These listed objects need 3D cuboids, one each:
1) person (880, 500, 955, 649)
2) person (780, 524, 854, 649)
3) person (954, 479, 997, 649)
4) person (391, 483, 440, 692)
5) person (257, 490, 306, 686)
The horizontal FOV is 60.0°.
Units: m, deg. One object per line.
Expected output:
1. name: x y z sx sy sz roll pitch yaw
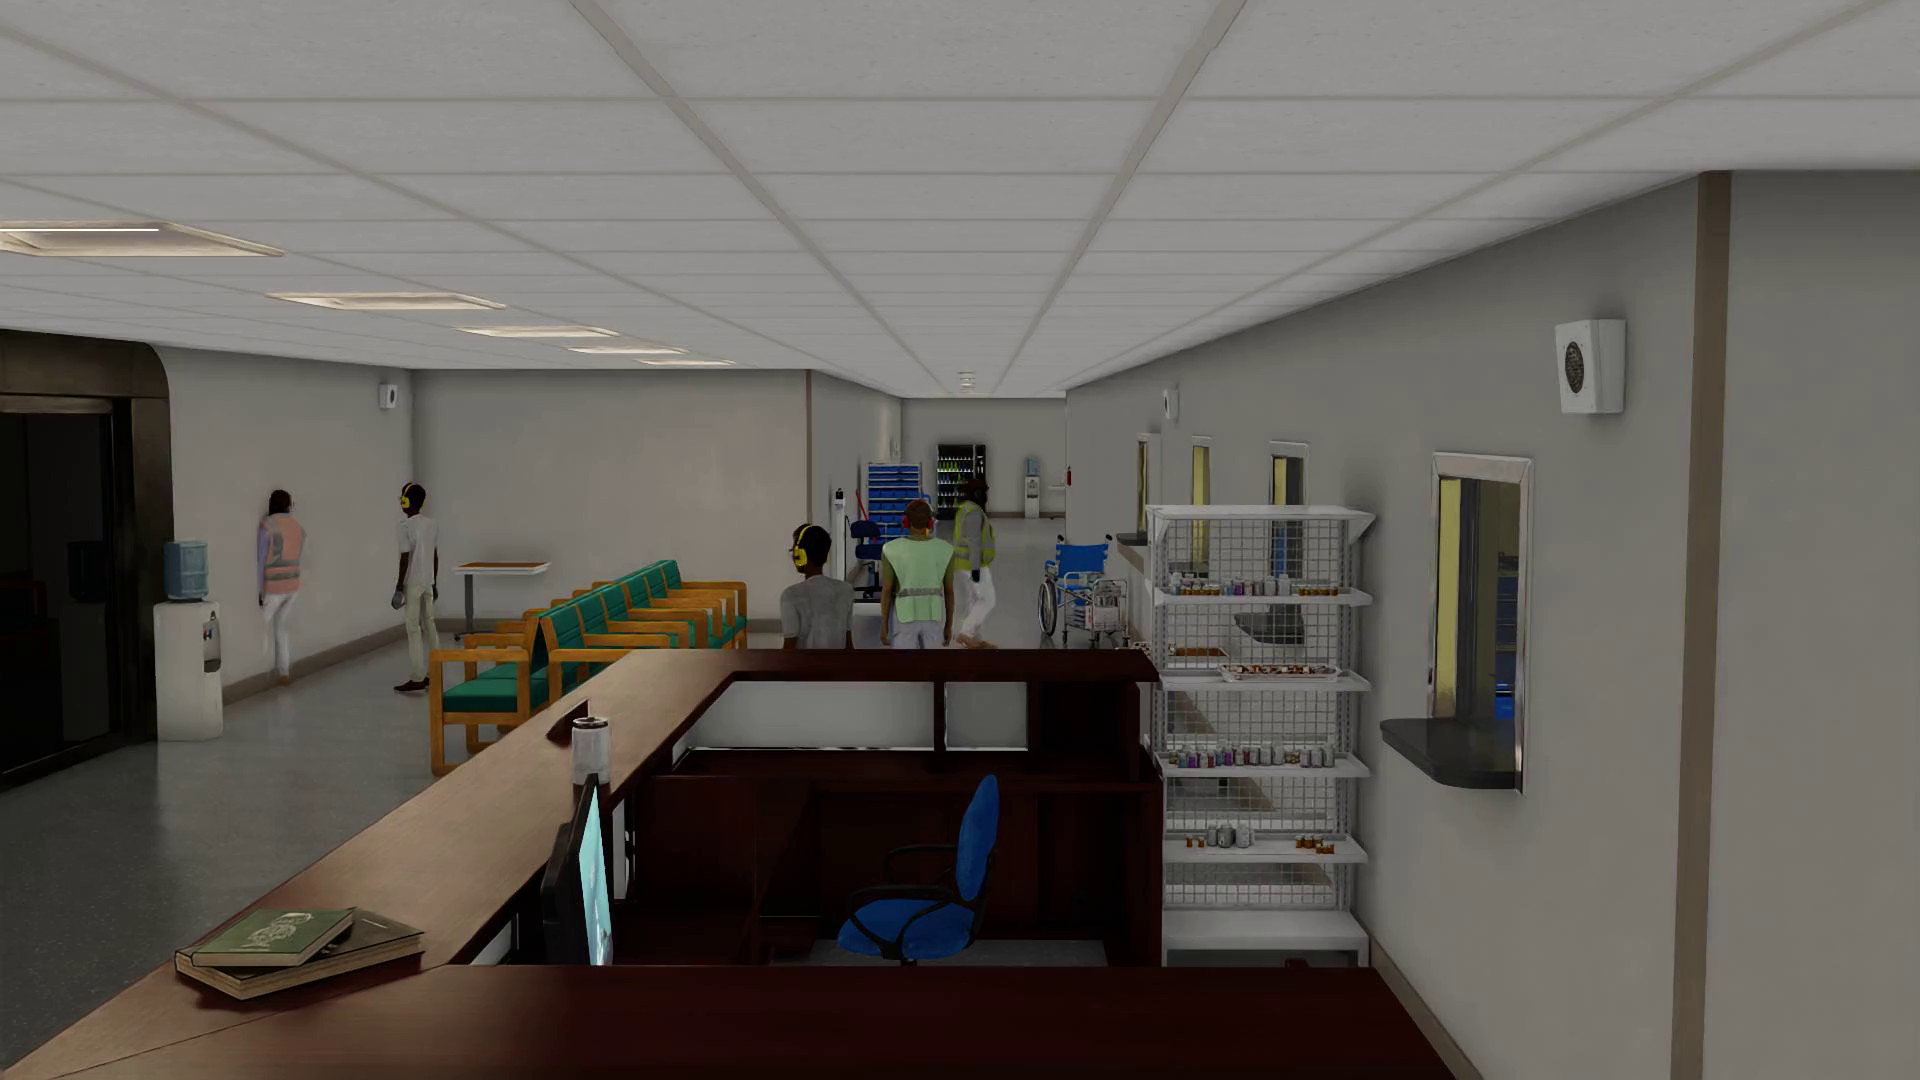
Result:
1. person: -0.307 0.625 12.348 0.561 1.838 0.388 -1 4 -17
2. person: -0.786 0.843 9.128 0.508 1.863 0.327 -4 6 -43
3. person: 0.160 0.270 17.391 0.443 1.822 0.648 -1 4 -9
4. person: -4.883 0.423 14.901 0.328 1.874 0.521 2 4 24
5. person: -6.233 0.454 15.030 0.468 1.805 0.725 1 4 14
